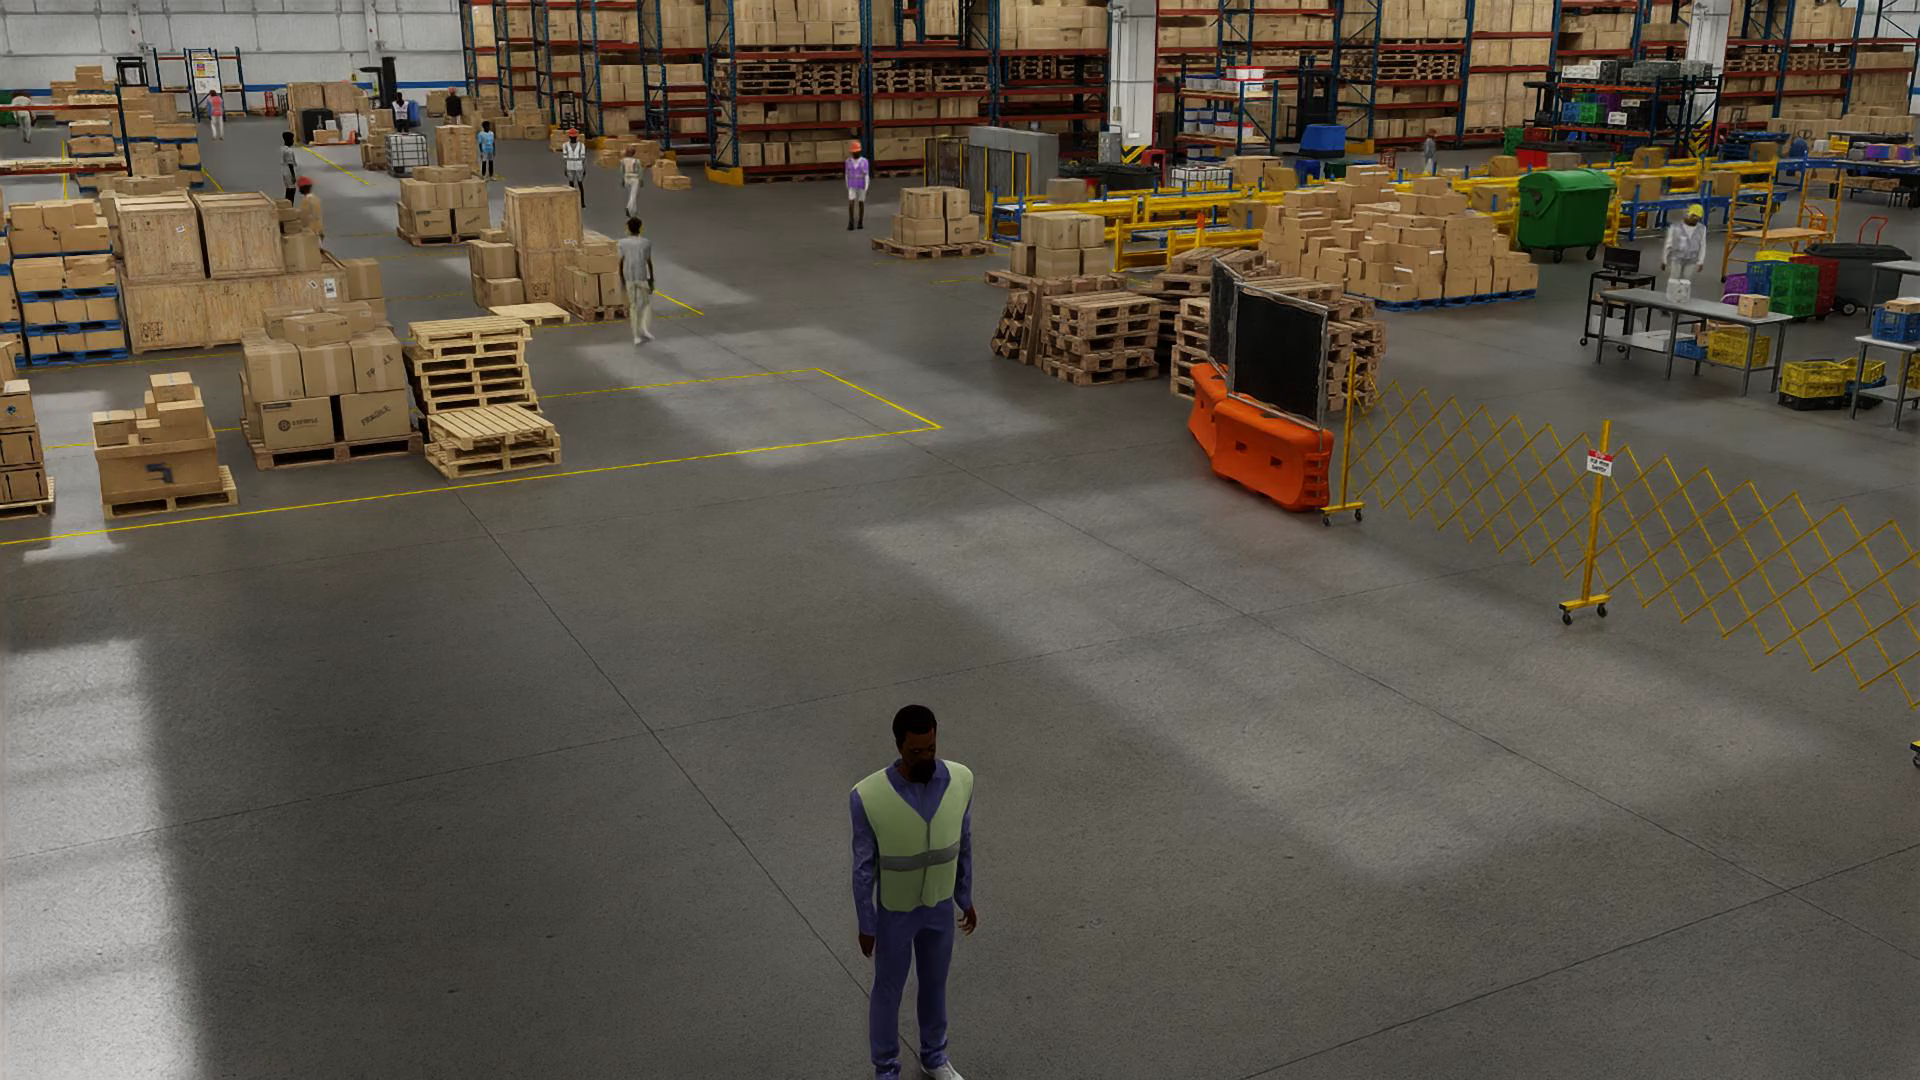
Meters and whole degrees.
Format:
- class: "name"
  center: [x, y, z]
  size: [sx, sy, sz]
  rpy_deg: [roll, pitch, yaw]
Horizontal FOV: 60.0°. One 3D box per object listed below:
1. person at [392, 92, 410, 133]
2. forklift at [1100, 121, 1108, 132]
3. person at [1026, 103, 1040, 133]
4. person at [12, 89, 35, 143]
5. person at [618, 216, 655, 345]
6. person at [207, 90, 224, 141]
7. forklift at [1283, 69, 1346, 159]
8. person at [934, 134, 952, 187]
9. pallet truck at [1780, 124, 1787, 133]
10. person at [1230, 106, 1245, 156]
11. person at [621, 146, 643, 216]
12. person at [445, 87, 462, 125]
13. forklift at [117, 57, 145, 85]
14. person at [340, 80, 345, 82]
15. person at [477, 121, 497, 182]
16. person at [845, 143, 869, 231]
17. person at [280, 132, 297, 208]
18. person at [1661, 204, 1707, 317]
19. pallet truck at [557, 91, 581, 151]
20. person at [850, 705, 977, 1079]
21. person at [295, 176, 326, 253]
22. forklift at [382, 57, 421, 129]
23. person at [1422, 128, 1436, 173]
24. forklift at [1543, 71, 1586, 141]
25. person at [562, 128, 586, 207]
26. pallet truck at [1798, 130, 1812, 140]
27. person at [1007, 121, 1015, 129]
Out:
- class: "person"
  center: [-19.538, -14.691, 58.197]
  size: [0.590, 1.912, 0.382]
  rpy_deg: [-6, 19, -19]
- class: "forklift"
  center: [5.715, -14.355, 55.587]
  size: [1.873, 2.768, 1.129]
  rpy_deg: [-9, 20, -26]
- class: "person"
  center: [2.436, -13.840, 55.916]
  size: [0.785, 1.665, 0.535]
  rpy_deg: [-9, 20, -25]
- class: "person"
  center: [-33.962, -15.379, 60.370]
  size: [0.639, 1.890, 0.990]
  rpy_deg: [-7, 19, -20]
- class: "person"
  center: [-4.736, -3.805, 24.361]
  size: [0.521, 1.847, 0.595]
  rpy_deg: [-1, 18, -4]
- class: "person"
  center: [-27.497, -15.698, 61.464]
  size: [0.429, 1.840, 0.645]
  rpy_deg: [16, 23, 40]
- class: "forklift"
  center: [11.615, -13.871, 54.079]
  size: [1.129, 2.768, 1.873]
  rpy_deg: [-9, 20, -27]
- class: "person"
  center: [-0.407, -9.287, 41.665]
  size: [0.904, 1.717, 0.531]
  rpy_deg: [-12, 22, -34]
- class: "pallet truck"
  center: [25.206, -12.542, 52.601]
  size: [1.601, 1.201, 0.680]
  rpy_deg: [0, 18, -2]
- class: "person"
  center: [9.119, -13.518, 55.009]
  size: [0.503, 1.613, 0.563]
  rpy_deg: [-6, 19, -19]
- class: "person"
  center: [-7.764, -8.464, 39.265]
  size: [0.526, 1.610, 0.750]
  rpy_deg: [6, 19, 17]
- class: "person"
  center: [-18.626, -15.661, 61.174]
  size: [0.659, 1.936, 1.027]
  rpy_deg: [-14, 23, -37]
- class: "forklift"
  center: [-33.534, -18.200, 67.575]
  size: [1.129, 2.768, 1.873]
  rpy_deg: [-9, 20, -26]
- class: "person"
  center: [-25.073, -17.770, 67.825]
  size: [0.568, 1.886, 0.977]
  rpy_deg: [2, 18, 5]
- class: "person"
  center: [-13.365, -10.982, 46.992]
  size: [0.323, 1.688, 0.531]
  rpy_deg: [15, 23, 38]
- class: "person"
  center: [-2.280, -7.777, 36.651]
  size: [0.562, 1.893, 0.928]
  rpy_deg: [2, 18, 5]
- class: "person"
  center: [-15.851, -8.666, 39.354]
  size: [0.377, 1.956, 0.606]
  rpy_deg: [-13, 22, -35]
- class: "person"
  center: [11.469, -4.393, 26.307]
  size: [0.610, 1.790, 0.635]
  rpy_deg: [1, 18, 3]
- class: "pallet truck"
  center: [-13.495, -14.412, 57.188]
  size: [0.823, 1.965, 1.885]
  rpy_deg: [-3, 18, -9]
- class: "person"
  center: [-0.201, 1.610, 7.367]
  size: [0.591, 1.919, 0.392]
  rpy_deg: [-10, 20, -28]
- class: "person"
  center: [-11.605, -5.524, 29.658]
  size: [0.988, 1.884, 0.565]
  rpy_deg: [-1, 18, -2]
- class: "forklift"
  center: [-22.968, -18.093, 67.240]
  size: [1.873, 2.768, 1.129]
  rpy_deg: [-2, 18, -6]
- class: "person"
  center: [12.693, -10.335, 45.077]
  size: [0.321, 1.623, 0.539]
  rpy_deg: [7, 19, 20]
- class: "forklift"
  center: [18.685, -13.231, 52.085]
  size: [1.873, 2.768, 1.129]
  rpy_deg: [-9, 20, -26]
- class: "person"
  center: [-9.458, -9.131, 40.847]
  size: [0.540, 1.929, 0.388]
  rpy_deg: [-3, 18, -9]
- class: "pallet truck"
  center: [25.526, -11.556, 49.408]
  size: [1.630, 1.274, 0.653]
  rpy_deg: [-9, 20, -26]
- class: "person"
  center: [1.415, -11.314, 48.154]
  size: [0.636, 1.606, 0.516]
  rpy_deg: [-10, 21, -29]
